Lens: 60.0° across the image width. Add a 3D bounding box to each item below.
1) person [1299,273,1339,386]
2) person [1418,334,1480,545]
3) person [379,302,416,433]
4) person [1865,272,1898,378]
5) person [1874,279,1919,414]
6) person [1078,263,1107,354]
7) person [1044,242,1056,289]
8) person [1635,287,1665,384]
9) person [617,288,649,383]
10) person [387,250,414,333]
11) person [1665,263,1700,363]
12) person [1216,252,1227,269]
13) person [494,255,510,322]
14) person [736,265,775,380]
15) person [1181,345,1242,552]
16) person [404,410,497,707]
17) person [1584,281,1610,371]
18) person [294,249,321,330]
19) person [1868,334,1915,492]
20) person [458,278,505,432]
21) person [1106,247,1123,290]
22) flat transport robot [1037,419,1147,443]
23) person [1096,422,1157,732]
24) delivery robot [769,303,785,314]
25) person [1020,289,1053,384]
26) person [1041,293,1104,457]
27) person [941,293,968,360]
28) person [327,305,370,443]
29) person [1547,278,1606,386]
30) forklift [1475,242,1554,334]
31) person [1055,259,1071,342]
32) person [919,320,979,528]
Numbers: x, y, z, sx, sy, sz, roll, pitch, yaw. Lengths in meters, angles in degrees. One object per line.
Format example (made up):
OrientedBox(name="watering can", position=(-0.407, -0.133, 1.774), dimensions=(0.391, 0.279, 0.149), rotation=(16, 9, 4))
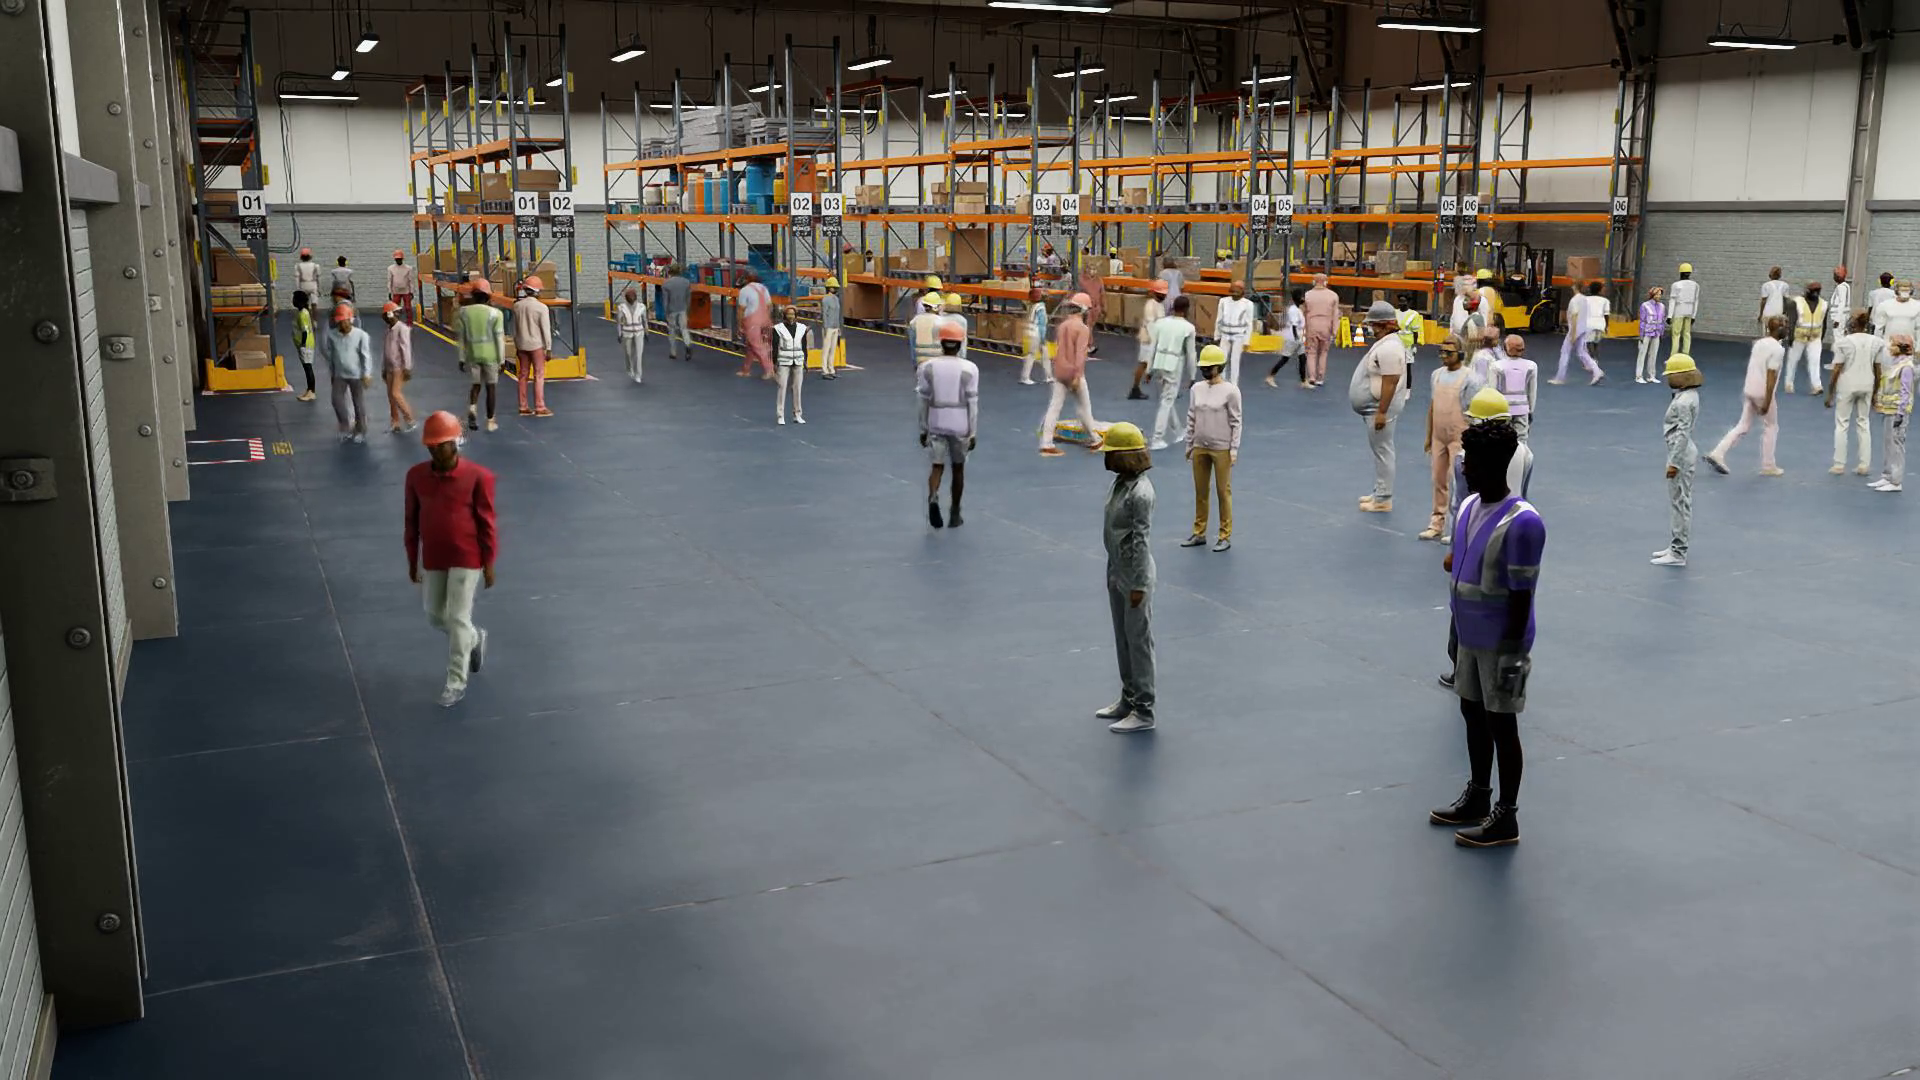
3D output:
OrientedBox(name="person", position=(5.947, -3.485, 27.656), dimensions=(0.668, 1.879, 0.608), rotation=(2, 11, 9))
OrientedBox(name="person", position=(4.278, -0.877, 14.520), dimensions=(0.352, 1.837, 0.517), rotation=(-6, 13, -29))
OrientedBox(name="person", position=(-7.409, -2.261, 21.825), dimensions=(0.589, 1.725, 0.383), rotation=(11, 15, 43))
OrientedBox(name="person", position=(15.999, -3.711, 28.868), dimensions=(0.333, 1.856, 0.529), rotation=(-7, 13, -33))
OrientedBox(name="person", position=(13.452, -2.762, 23.858), dimensions=(0.630, 1.932, 0.364), rotation=(5, 12, 23))
OrientedBox(name="person", position=(2.700, -4.749, 34.147), dimensions=(0.678, 1.850, 1.010), rotation=(-5, 12, -24))
OrientedBox(name="person", position=(2.563, -7.476, 47.522), dimensions=(0.377, 2.043, 0.609), rotation=(0, 11, 2))
OrientedBox(name="person", position=(11.709, -3.466, 28.194), dimensions=(0.515, 1.634, 0.312), rotation=(-4, 12, -21))
OrientedBox(name="person", position=(-5.613, -3.521, 28.543), dimensions=(0.527, 1.611, 0.704), rotation=(-2, 11, -11))
OrientedBox(name="person", position=(-13.451, -5.969, 40.007), dimensions=(0.613, 1.985, 0.400), rotation=(-2, 11, -9))
OrientedBox(name="person", position=(13.791, -4.310, 31.761), dimensions=(0.587, 1.921, 0.388), rotation=(-3, 11, -13))
OrientedBox(name="person", position=(7.565, -7.504, 48.394), dimensions=(0.341, 1.757, 0.517), rotation=(2, 11, 10))
OrientedBox(name="person", position=(-12.172, -6.675, 44.159), dimensions=(0.317, 1.766, 0.533), rotation=(-6, 13, -27))
OrientedBox(name="person", position=(-3.540, -3.805, 28.869), dimensions=(1.023, 2.000, 0.682), rotation=(7, 13, 31))
OrientedBox(name="person", position=(2.143, -0.782, 14.212), dimensions=(0.533, 1.765, 0.326), rotation=(10, 15, 42))
OrientedBox(name="person", position=(-3.014, 0.077, 9.915), dimensions=(0.576, 1.732, 0.651), rotation=(2, 11, 11))
OrientedBox(name="person", position=(11.479, -3.841, 30.034), dimensions=(0.540, 1.664, 0.834), rotation=(0, 11, -1))
OrientedBox(name="person", position=(-16.117, -6.188, 41.142), dimensions=(0.612, 1.995, 1.066), rotation=(-5, 12, -24))
OrientedBox(name="person", position=(9.700, -1.317, 17.252), dimensions=(0.313, 1.637, 0.539), rotation=(3, 11, 13))
OrientedBox(name="person", position=(-6.251, -2.393, 21.722), dimensions=(0.635, 2.031, 0.580), rotation=(1, 11, 3))
OrientedBox(name="person", position=(4.196, -7.093, 45.870), dimensions=(0.594, 1.924, 0.383), rotation=(1, 11, 7))
OrientedBox(name="flat transport robot", position=(1.650, -1.357, 20.937), dimensions=(0.652, 0.197, 1.431), rotation=(-7, 13, -32))
OrientedBox(name="person", position=(0.923, 0.204, 9.285), dimensions=(0.341, 1.735, 0.482), rotation=(-3, 12, -16))
OrientedBox(name="delivery robot", position=(-5.021, -6.379, 45.497), dimensions=(0.477, 0.478, 0.707), rotation=(1, 11, 5))
OrientedBox(name="person", position=(1.381, -3.415, 27.985), dimensions=(0.789, 1.594, 0.526), rotation=(0, 11, 1))
OrientedBox(name="person", position=(1.357, -1.957, 19.772), dimensions=(1.004, 1.919, 0.620), rotation=(-8, 14, -35))
OrientedBox(name="person", position=(-0.139, -2.681, 23.954), dimensions=(0.487, 1.734, 0.508), rotation=(5, 12, 26))
OrientedBox(name="person", position=(-7.672, -2.075, 20.836), dimensions=(0.584, 1.732, 0.519), rotation=(1, 11, 5))
OrientedBox(name="person", position=(10.360, -3.471, 27.772), dimensions=(0.896, 1.808, 0.527), rotation=(9, 14, 39))
OrientedBox(name="forklift", position=(13.047, -6.049, 39.881), dimensions=(2.313, 2.155, 1.214), rotation=(-5, 12, -23))
OrientedBox(name="person", position=(2.328, -5.254, 36.731), dimensions=(0.330, 1.857, 0.647), rotation=(-5, 12, -26))
OrientedBox(name="person", position=(-0.112, -1.025, 15.056), dimensions=(0.554, 1.917, 0.699), rotation=(2, 11, 12))
